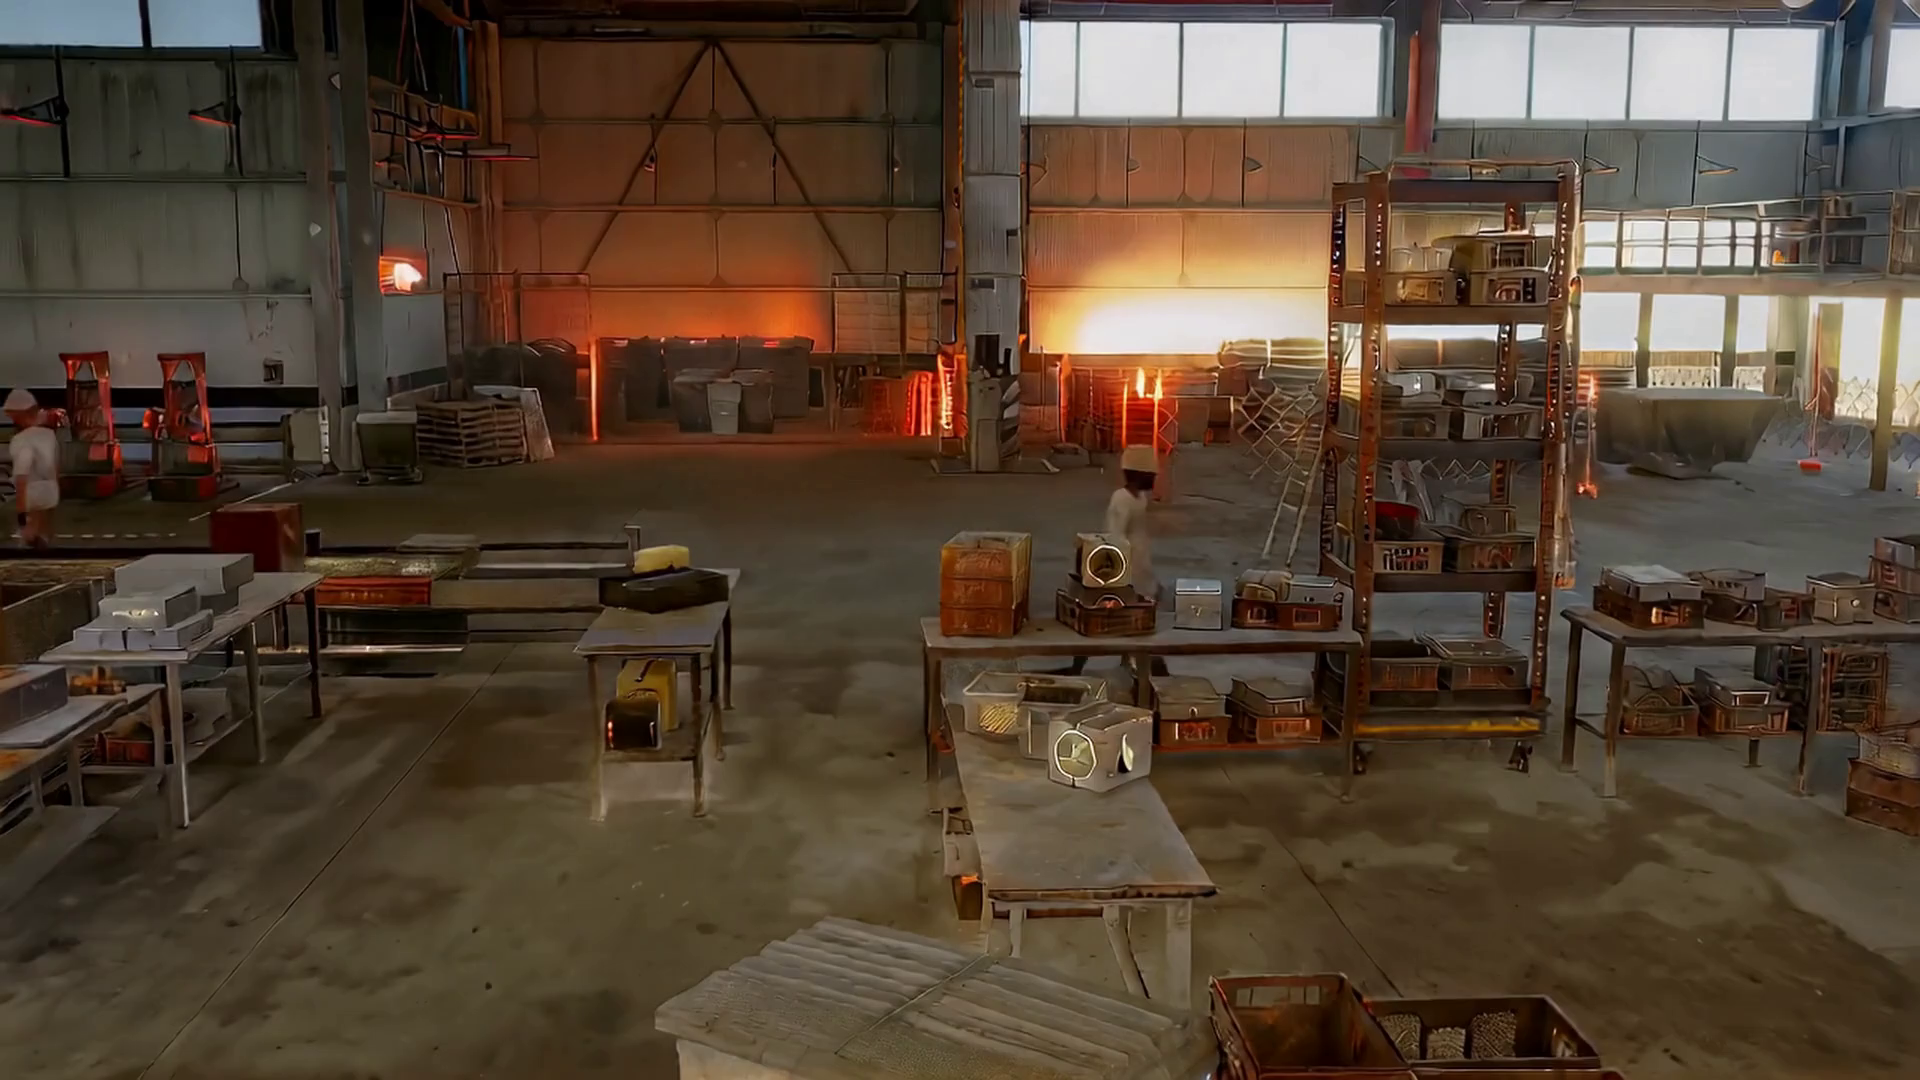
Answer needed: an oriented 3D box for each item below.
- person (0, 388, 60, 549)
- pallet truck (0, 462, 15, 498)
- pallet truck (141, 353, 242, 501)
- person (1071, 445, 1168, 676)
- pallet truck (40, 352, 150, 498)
[{"bbox_3d":[-8.307,-0.352,14.962,0.488,2.027,0.619,1,9,5],"label":"person"},{"bbox_3d":[-13.193,-1.293,23.148,0.653,1.274,1.630,-1,9,-4],"label":"pallet truck"},{"bbox_3d":[-10.520,-1.604,22.925,0.823,1.965,1.885,-1,9,-6],"label":"pallet truck"},{"bbox_3d":[1.170,0.274,11.520,1.046,1.878,0.550,0,9,1],"label":"person"},{"bbox_3d":[-11.907,-1.642,23.165,0.823,1.965,1.885,0,9,0],"label":"pallet truck"}]
